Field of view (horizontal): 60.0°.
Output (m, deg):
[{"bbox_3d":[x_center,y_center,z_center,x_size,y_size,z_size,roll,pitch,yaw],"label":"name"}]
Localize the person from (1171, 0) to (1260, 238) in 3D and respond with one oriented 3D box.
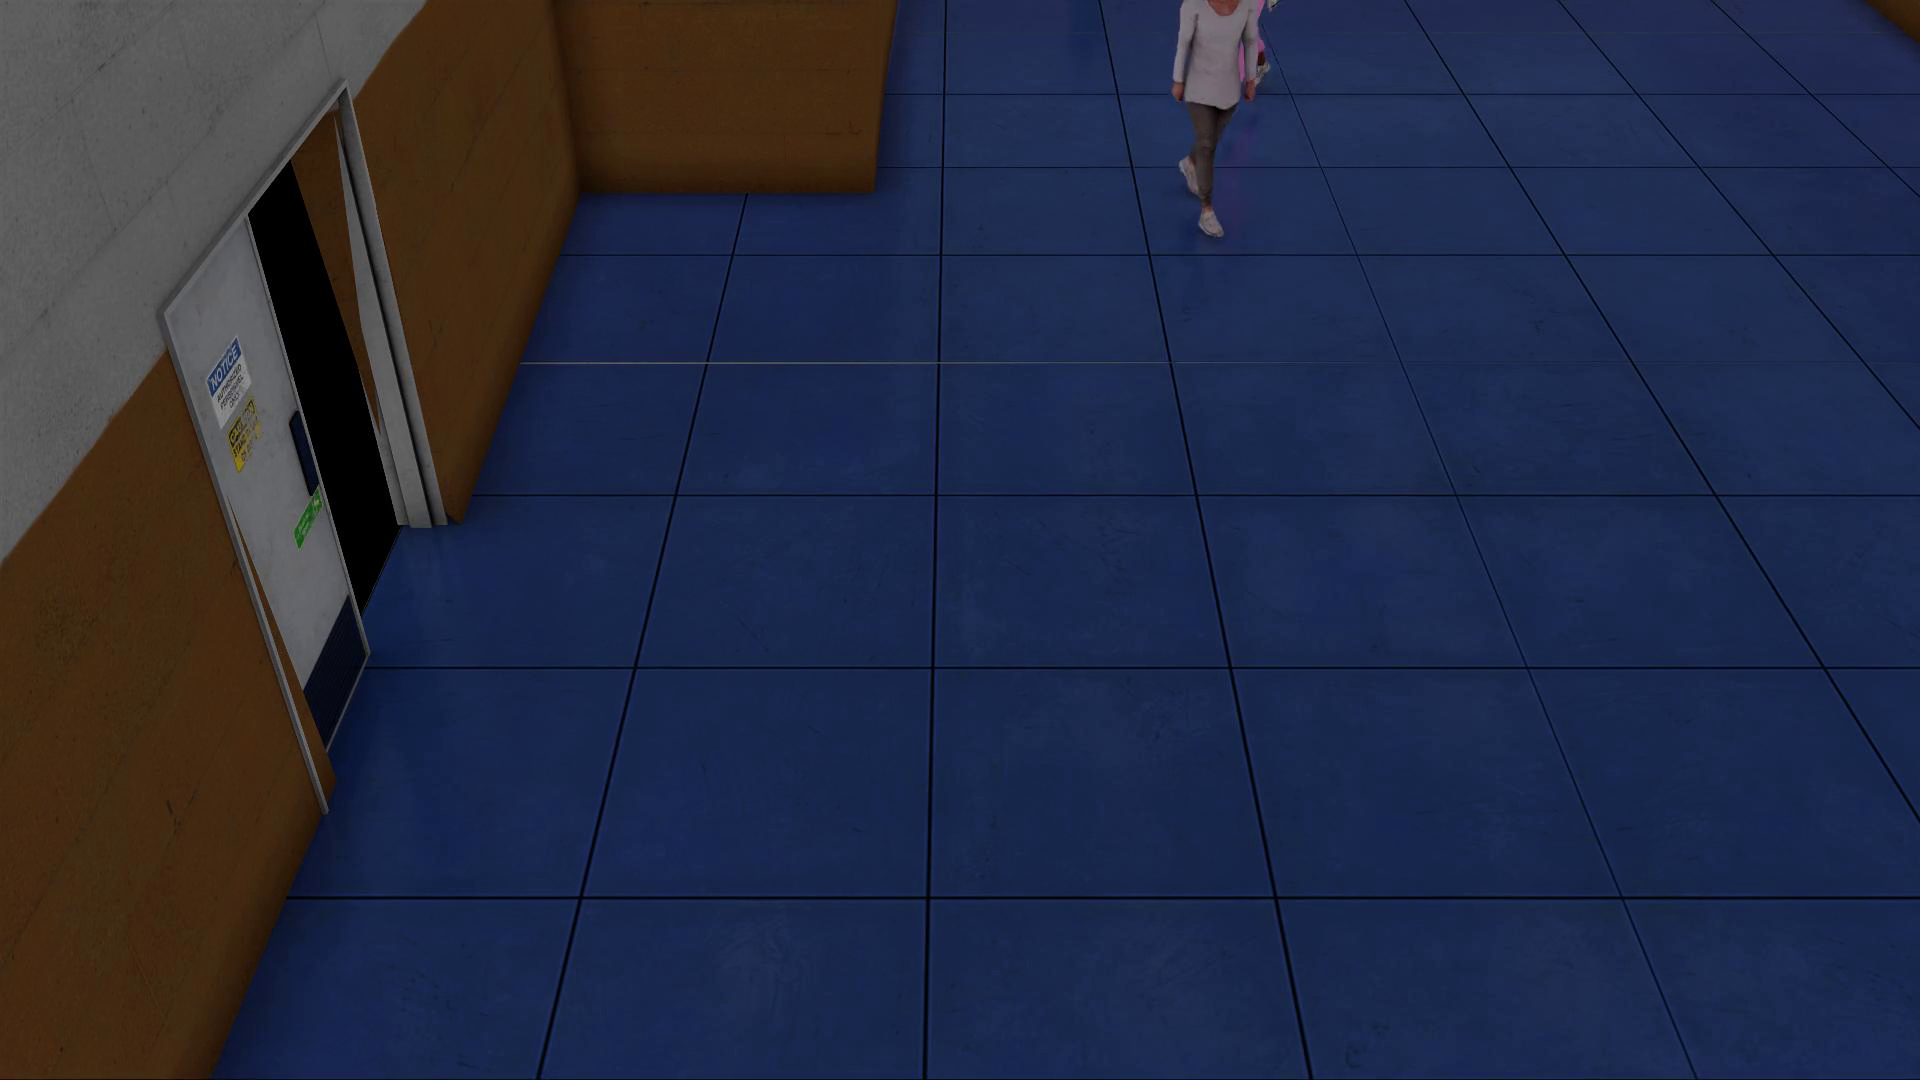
[{"bbox_3d":[1.589,-2.937,10.623,1.186,1.802,0.959,-10,38,-13],"label":"person"}]
